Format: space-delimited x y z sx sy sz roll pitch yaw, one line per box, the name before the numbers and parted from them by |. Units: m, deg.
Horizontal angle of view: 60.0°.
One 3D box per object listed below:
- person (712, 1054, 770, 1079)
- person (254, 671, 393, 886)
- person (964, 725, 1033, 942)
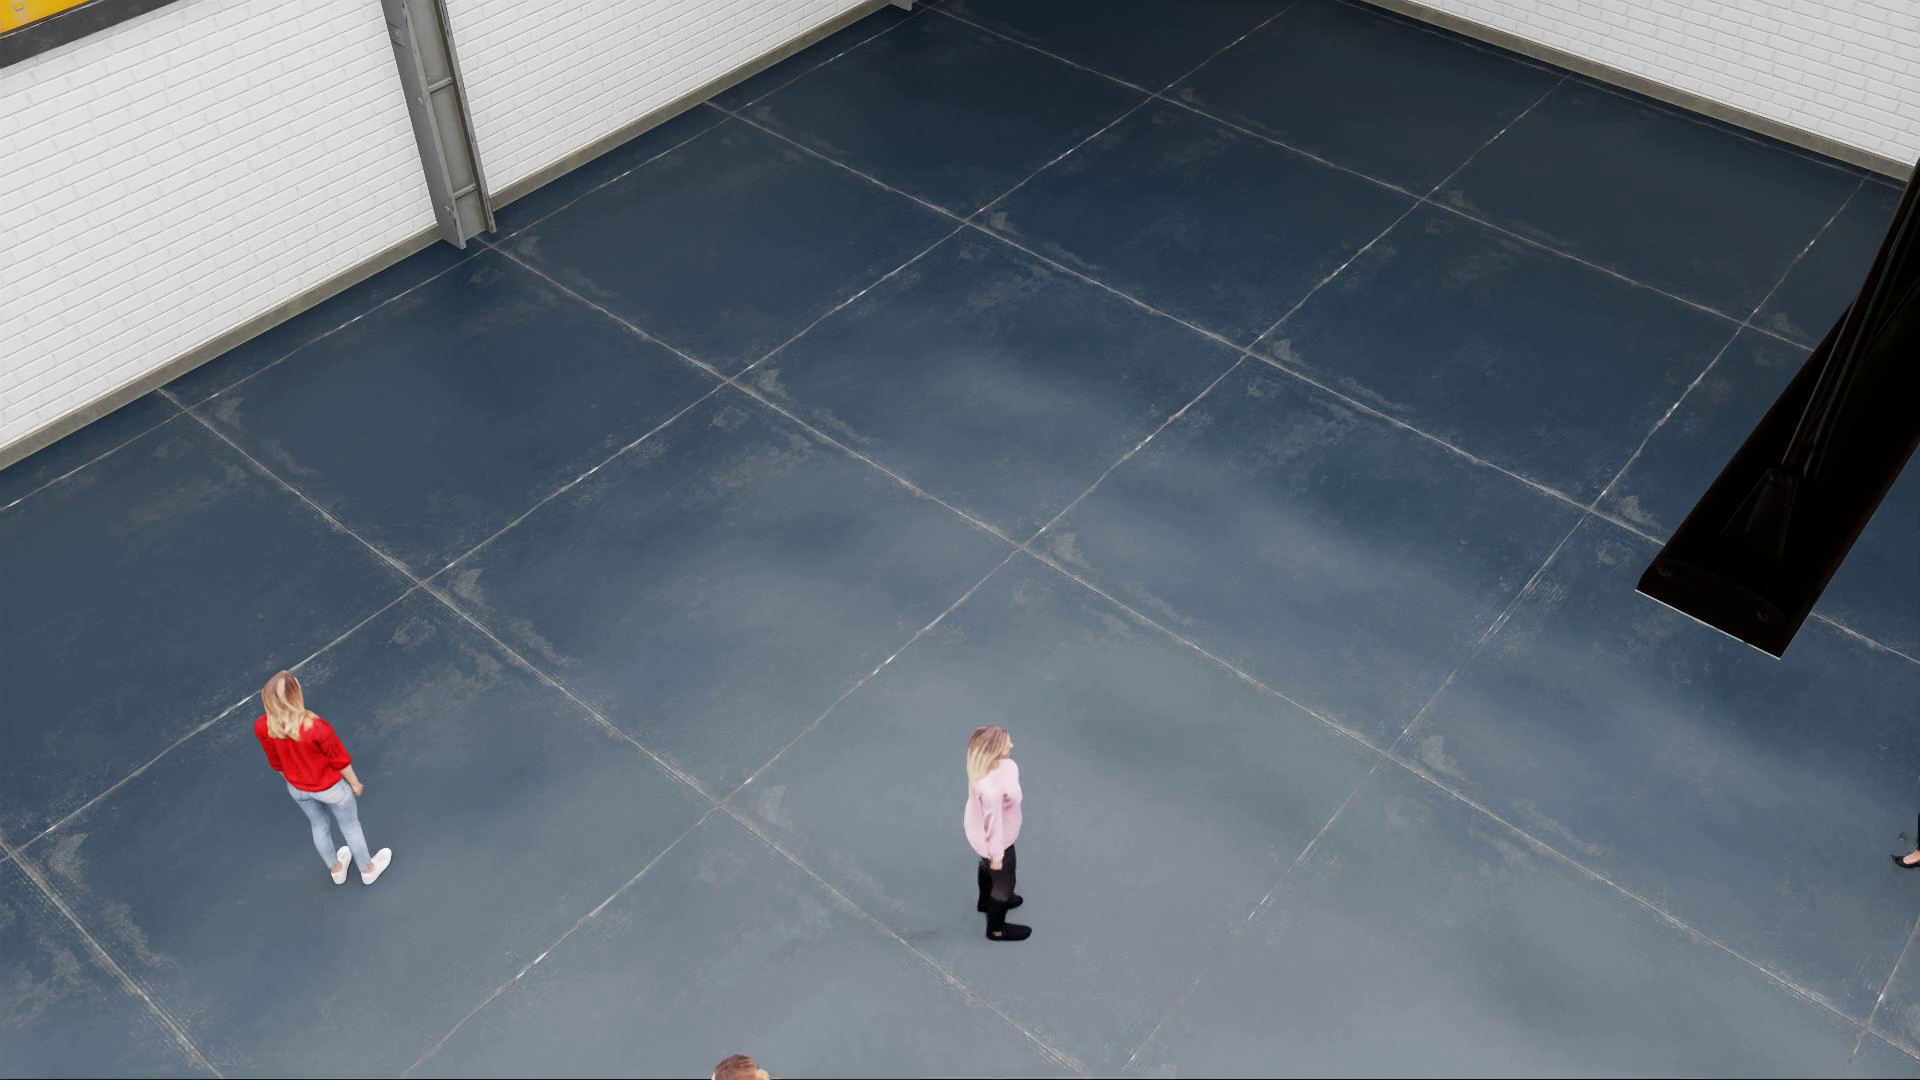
person | -0.854 2.830 7.763 0.857 1.748 0.711 -27 50 -26
person | -3.601 1.362 9.335 0.686 1.705 0.703 3 44 4
person | 0.133 1.579 9.122 0.801 1.685 0.741 -3 44 -3
